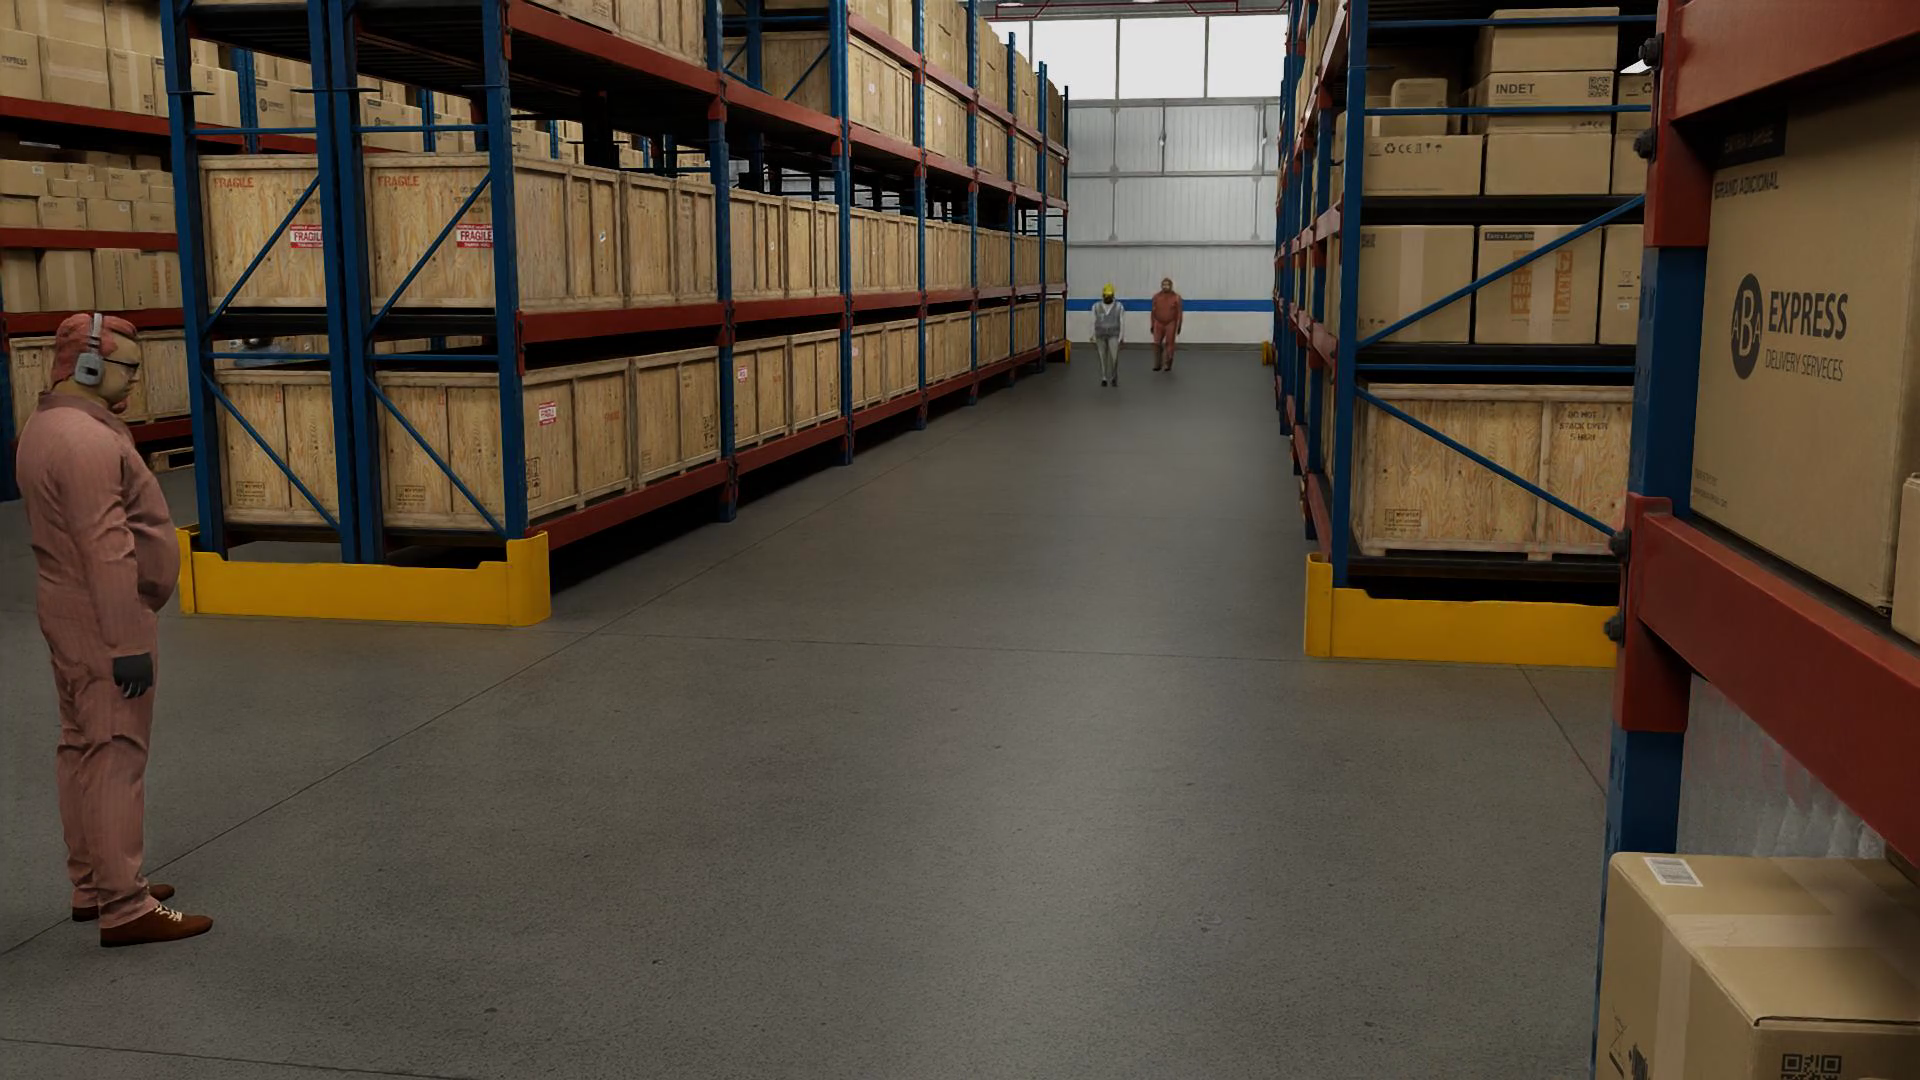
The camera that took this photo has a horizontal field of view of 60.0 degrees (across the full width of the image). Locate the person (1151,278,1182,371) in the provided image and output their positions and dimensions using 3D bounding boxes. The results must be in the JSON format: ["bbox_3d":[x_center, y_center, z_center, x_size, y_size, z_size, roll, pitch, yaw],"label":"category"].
[{"bbox_3d":[4.167,-4.366,33.840,0.673,1.881,0.785,3,10,19],"label":"person"}]

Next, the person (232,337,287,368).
[{"bbox_3d":[-6.573,-1.292,15.714,0.514,1.593,0.850,-2,9,-12],"label":"person"}]

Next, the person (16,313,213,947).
[{"bbox_3d":[-2.576,0.269,5.053,0.407,1.902,0.640,-8,12,-39],"label":"person"}]

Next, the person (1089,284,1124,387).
[{"bbox_3d":[2.573,-3.583,29.230,0.612,1.798,0.789,1,9,8],"label":"person"}]
